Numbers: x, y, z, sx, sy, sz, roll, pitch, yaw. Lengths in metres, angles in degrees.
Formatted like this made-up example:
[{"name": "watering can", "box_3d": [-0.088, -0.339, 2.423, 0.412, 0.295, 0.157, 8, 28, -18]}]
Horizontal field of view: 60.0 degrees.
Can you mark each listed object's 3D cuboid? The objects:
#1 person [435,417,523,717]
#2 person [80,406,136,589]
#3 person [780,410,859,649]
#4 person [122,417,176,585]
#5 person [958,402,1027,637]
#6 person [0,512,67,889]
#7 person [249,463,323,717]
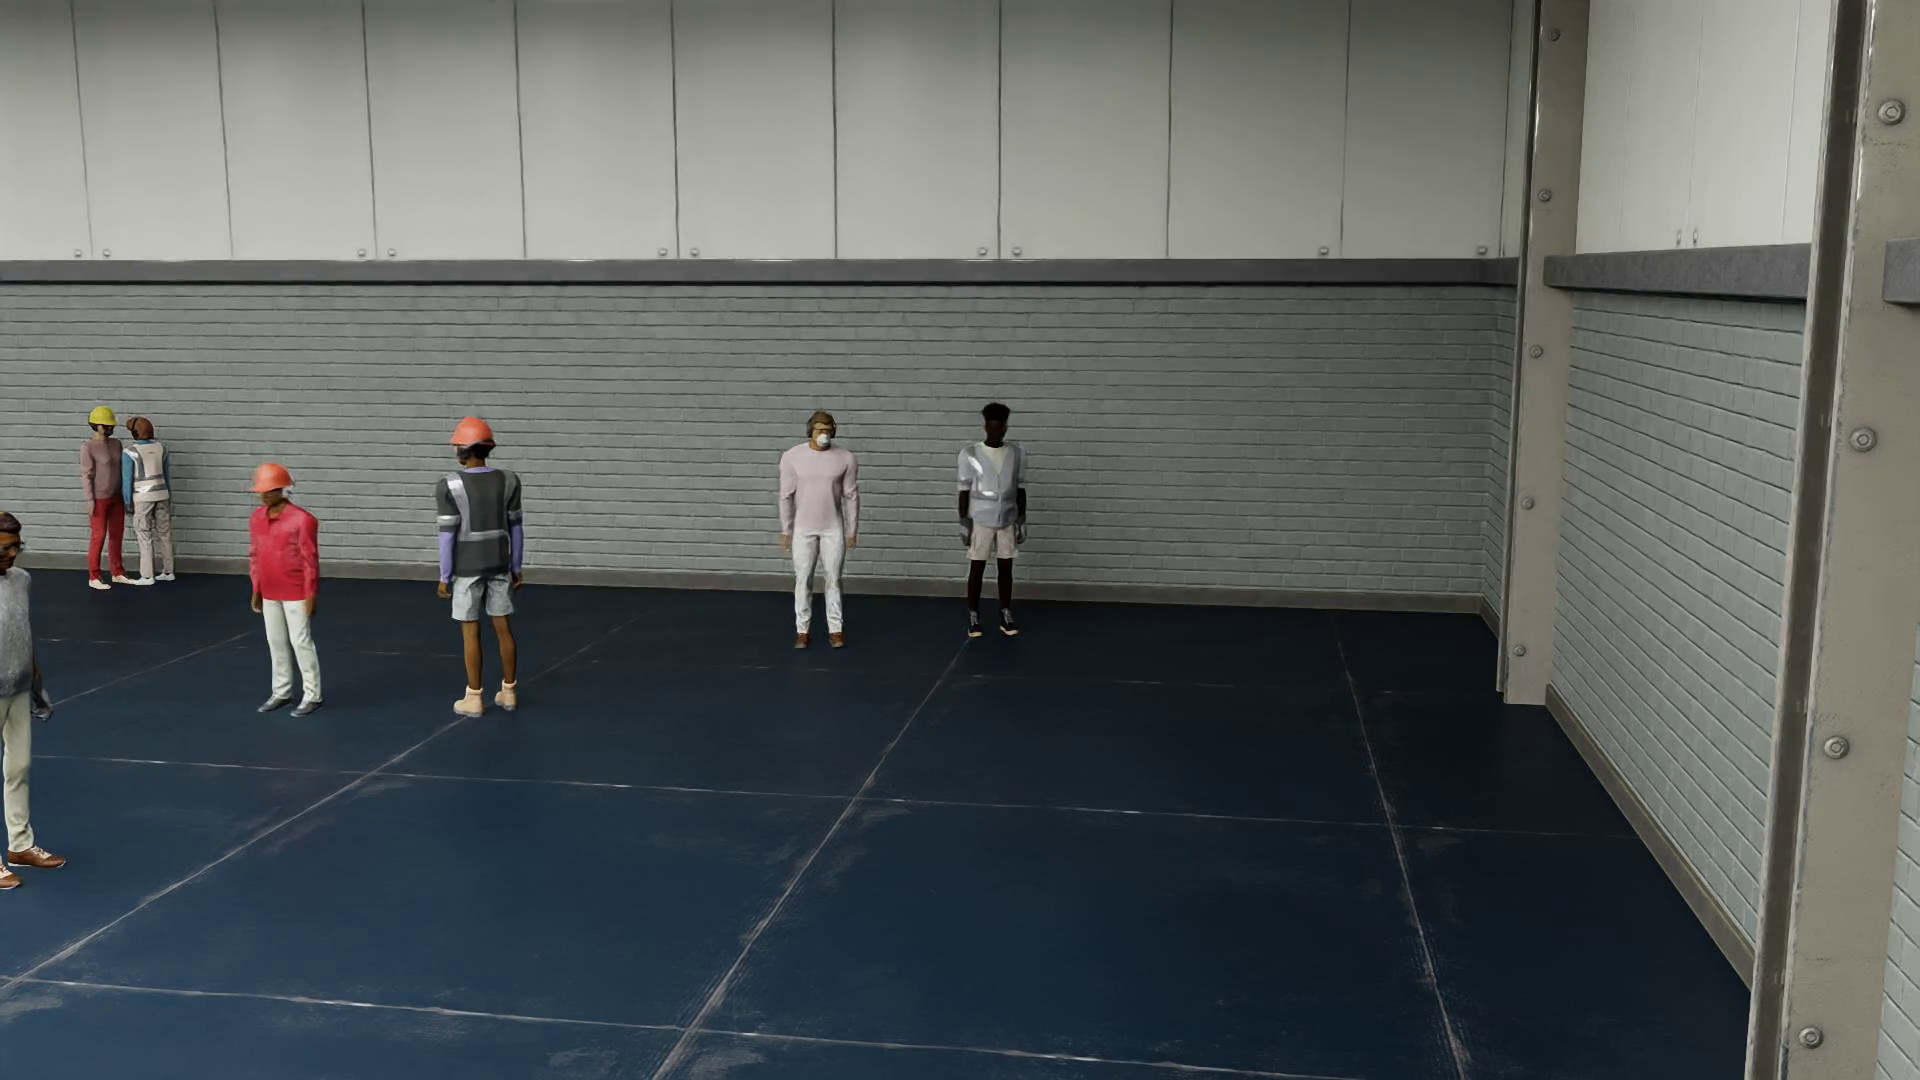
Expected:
[{"name": "person", "box_3d": [-3.286, 0.183, 11.361, 0.615, 2.042, 0.378, -8, 12, -41]}, {"name": "person", "box_3d": [-8.147, -0.404, 15.888, 0.356, 1.756, 0.524, 2, 9, 13]}, {"name": "person", "box_3d": [-1.125, -0.083, 13.364, 0.632, 1.932, 0.373, -1, 9, -9]}, {"name": "person", "box_3d": [-7.849, -0.376, 16.084, 0.314, 1.629, 0.508, 5, 10, 26]}, {"name": "person", "box_3d": [0.280, -0.170, 13.806, 0.607, 1.958, 0.376, -3, 10, -18]}, {"name": "person", "box_3d": [-4.745, 0.775, 8.261, 0.328, 1.865, 0.517, 2, 9, 14]}, {"name": "person", "box_3d": [-4.619, 0.337, 11.343, 0.574, 1.743, 0.352, 4, 10, 24]}]
